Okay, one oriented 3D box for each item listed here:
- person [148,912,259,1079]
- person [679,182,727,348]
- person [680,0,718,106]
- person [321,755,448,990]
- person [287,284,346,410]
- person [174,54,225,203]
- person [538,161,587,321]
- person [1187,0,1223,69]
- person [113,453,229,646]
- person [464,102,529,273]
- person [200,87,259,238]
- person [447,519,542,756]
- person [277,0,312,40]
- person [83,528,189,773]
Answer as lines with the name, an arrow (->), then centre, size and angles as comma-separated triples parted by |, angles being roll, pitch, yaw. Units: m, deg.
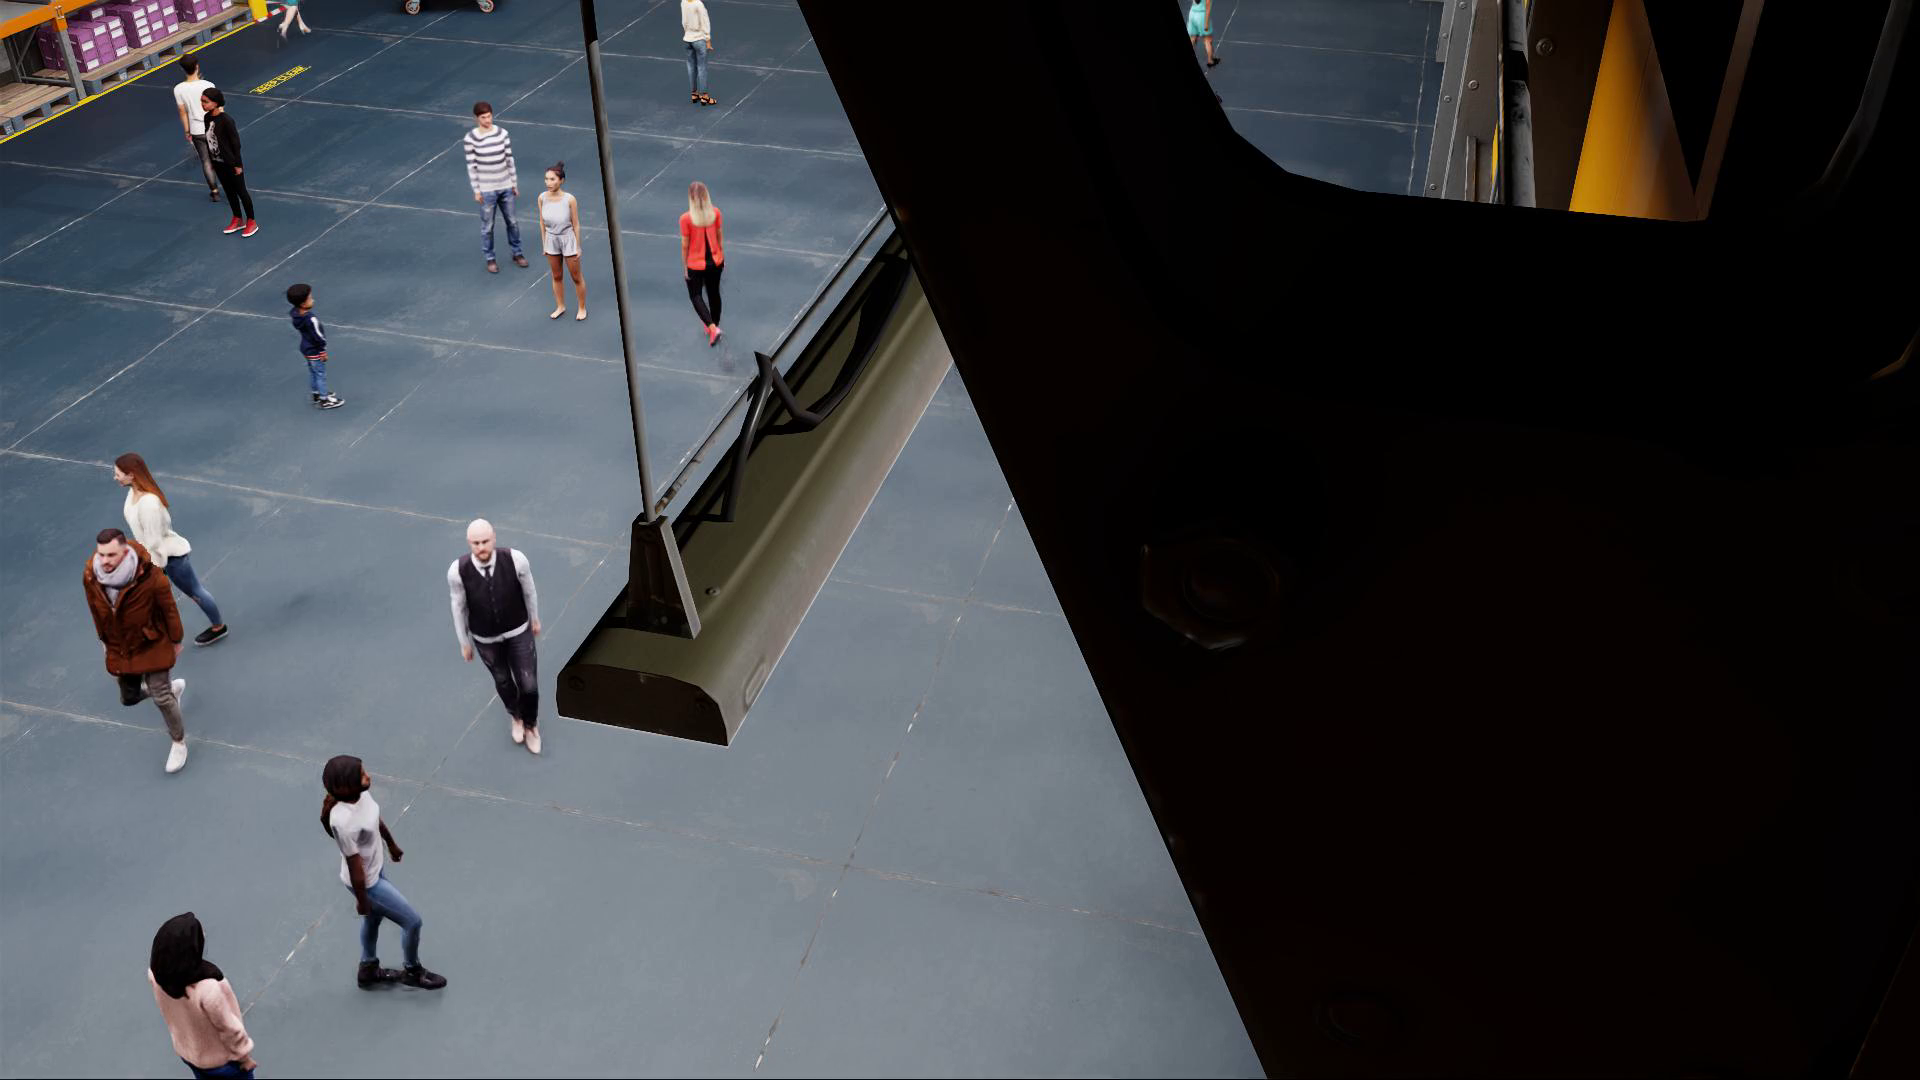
person -> -3.734, 2.558, 8.306 | 0.685, 1.766, 0.618 | 16, 37, 22
person -> -2.457, -2.646, 16.216 | 0.919, 1.677, 0.979 | -17, 37, -24
person -> -3.538, -6.692, 22.298 | 0.697, 1.683, 0.695 | 26, 42, 34
person -> -3.406, 1.901, 9.348 | 0.836, 1.706, 0.806 | -7, 34, -11
person -> -5.979, -1.802, 15.358 | 0.621, 1.221, 0.593 | -26, 42, -34
person -> -8.820, -4.822, 19.454 | 0.705, 1.717, 0.730 | -12, 36, -18
person -> -4.025, -3.017, 16.839 | 0.582, 1.605, 0.577 | 5, 34, 7
person -> 3.321, -7.311, 23.360 | 0.991, 1.537, 0.842 | -27, 42, -35
person -> -5.691, 0.082, 12.126 | 1.059, 1.662, 0.962 | -23, 40, -30
person -> -4.981, -3.791, 17.783 | 0.713, 1.849, 0.766 | -17, 37, -23
person -> -8.208, -4.246, 18.625 | 0.621, 1.675, 0.575 | 13, 36, 19
person -> -3.096, 0.588, 11.237 | 0.851, 1.802, 0.887 | -8, 35, -12
person -> -9.991, -8.219, 24.615 | 0.544, 1.660, 0.982 | 8, 34, 11
person -> -5.451, 0.667, 11.102 | 0.834, 1.821, 1.012 | 0, 34, 1
